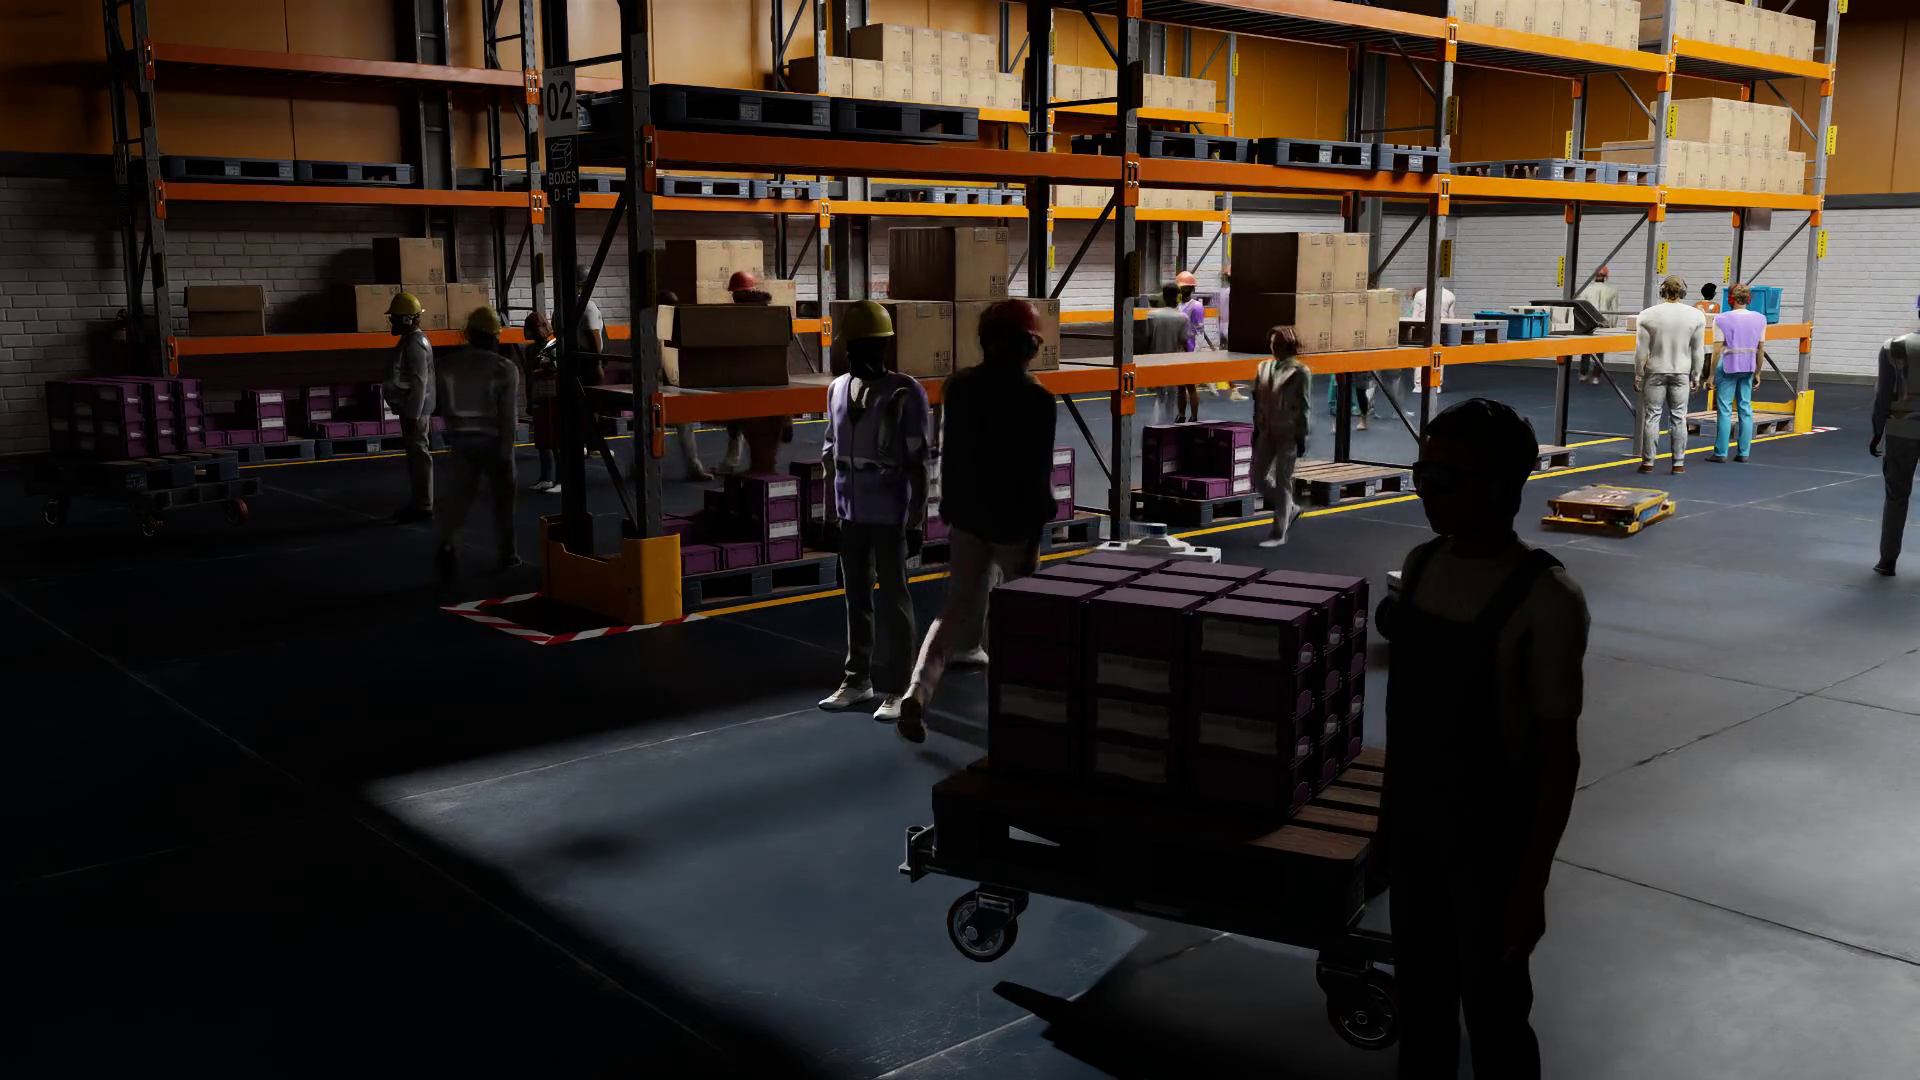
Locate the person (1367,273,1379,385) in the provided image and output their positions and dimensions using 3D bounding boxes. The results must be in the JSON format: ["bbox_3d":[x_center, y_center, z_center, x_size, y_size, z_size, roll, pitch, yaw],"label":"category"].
[{"bbox_3d":[6.732,-3.512,27.656,0.717,1.844,0.557,9,13,42],"label":"person"}]

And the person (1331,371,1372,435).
[{"bbox_3d":[4.739,-2.111,20.046,0.536,1.653,0.891,5,11,28],"label":"person"}]

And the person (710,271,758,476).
[{"bbox_3d":[-2.080,-1.591,16.052,0.634,1.994,0.498,8,13,39],"label":"person"}]

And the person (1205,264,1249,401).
[{"bbox_3d":[3.907,-3.007,24.176,0.665,2.030,0.623,-3,10,-16],"label":"person"}]

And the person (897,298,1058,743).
[{"bbox_3d":[0.094,-0.068,7.242,0.641,1.951,0.931,7,12,34],"label":"person"}]

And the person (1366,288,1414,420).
[{"bbox_3d":[5.613,-2.423,21.688,0.805,1.700,0.488,-5,11,-27],"label":"person"}]

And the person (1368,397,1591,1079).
[{"bbox_3d":[1.030,0.629,3.430,0.346,1.846,0.505,-5,11,-25],"label":"person"}]

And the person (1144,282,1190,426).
[{"bbox_3d":[2.252,-1.861,17.987,0.538,1.846,0.442,5,11,27],"label":"person"}]

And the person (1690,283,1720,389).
[{"bbox_3d":[11.925,-3.256,26.606,0.315,1.695,0.541,-5,11,-26],"label":"person"}]

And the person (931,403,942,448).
[{"bbox_3d":[-0.147,-1.867,17.764,0.635,1.936,0.353,7,12,37],"label":"person"}]

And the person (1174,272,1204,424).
[{"bbox_3d":[2.685,-2.243,19.975,0.362,1.936,0.552,-5,11,-26],"label":"person"}]

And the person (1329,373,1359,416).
[{"bbox_3d":[5.070,-2.487,22.038,0.534,1.730,0.397,-1,10,-8],"label":"person"}]

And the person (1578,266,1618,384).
[{"bbox_3d":[10.727,-3.632,28.039,0.660,1.950,0.957,3,10,15],"label":"person"}]

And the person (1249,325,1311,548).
[{"bbox_3d":[2.362,-0.759,12.170,0.436,1.626,0.530,-7,12,-34],"label":"person"}]

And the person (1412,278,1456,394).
[{"bbox_3d":[7.317,-3.206,25.754,0.652,1.895,0.400,1,10,4],"label":"person"}]

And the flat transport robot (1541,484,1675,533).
[{"bbox_3d":[5.186,-0.263,13.255,0.652,0.197,1.431,7,12,36],"label":"flat transport robot"}]

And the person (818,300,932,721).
[{"bbox_3d":[-0.409,-0.136,7.667,0.594,1.926,0.366,7,12,36],"label":"person"}]

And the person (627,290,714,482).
[{"bbox_3d":[-2.775,-1.441,15.661,0.823,1.812,0.624,5,11,26],"label":"person"}]

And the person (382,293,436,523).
[{"bbox_3d":[-4.406,-1.056,13.333,0.404,1.833,0.590,-4,11,-23],"label":"person"}]

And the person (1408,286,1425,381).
[{"bbox_3d":[7.657,-3.477,28.110,0.576,1.619,0.526,3,10,15],"label":"person"}]

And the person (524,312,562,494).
[{"bbox_3d":[-3.752,-1.231,14.971,0.288,1.626,0.497,-9,13,-44],"label":"person"}]

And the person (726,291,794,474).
[{"bbox_3d":[-1.538,-0.931,12.488,0.900,1.875,0.653,-10,14,-44],"label":"person"}]

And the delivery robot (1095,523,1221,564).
[{"bbox_3d":[1.157,0.145,9.761,0.707,0.478,0.477,4,10,21],"label":"delivery robot"}]

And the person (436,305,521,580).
[{"bbox_3d":[-3.189,-0.641,10.991,0.579,1.808,0.815,1,10,5],"label":"person"}]

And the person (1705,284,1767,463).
[{"bbox_3d":[7.962,-1.700,17.072,0.572,1.841,0.373,-1,10,-7],"label":"person"}]

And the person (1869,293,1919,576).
[{"bbox_3d":[6.372,-0.718,11.012,0.617,1.946,0.397,4,11,24],"label":"person"}]

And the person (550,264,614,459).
[{"bbox_3d":[-3.960,-1.887,17.585,0.674,2.000,0.537,9,13,42],"label":"person"}]

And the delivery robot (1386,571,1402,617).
[{"bbox_3d":[2.676,0.281,8.945,0.707,0.478,0.477,-1,9,-7],"label":"delivery robot"}]

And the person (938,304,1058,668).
[{"bbox_3d":[0.190,-0.292,8.773,0.609,1.879,0.932,7,12,34],"label":"person"}]

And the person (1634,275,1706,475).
[{"bbox_3d":[6.869,-1.588,16.145,0.639,1.937,0.356,3,10,16],"label":"person"}]

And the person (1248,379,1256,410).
[{"bbox_3d":[3.331,-1.946,18.188,0.617,1.949,0.418,5,11,28],"label":"person"}]
